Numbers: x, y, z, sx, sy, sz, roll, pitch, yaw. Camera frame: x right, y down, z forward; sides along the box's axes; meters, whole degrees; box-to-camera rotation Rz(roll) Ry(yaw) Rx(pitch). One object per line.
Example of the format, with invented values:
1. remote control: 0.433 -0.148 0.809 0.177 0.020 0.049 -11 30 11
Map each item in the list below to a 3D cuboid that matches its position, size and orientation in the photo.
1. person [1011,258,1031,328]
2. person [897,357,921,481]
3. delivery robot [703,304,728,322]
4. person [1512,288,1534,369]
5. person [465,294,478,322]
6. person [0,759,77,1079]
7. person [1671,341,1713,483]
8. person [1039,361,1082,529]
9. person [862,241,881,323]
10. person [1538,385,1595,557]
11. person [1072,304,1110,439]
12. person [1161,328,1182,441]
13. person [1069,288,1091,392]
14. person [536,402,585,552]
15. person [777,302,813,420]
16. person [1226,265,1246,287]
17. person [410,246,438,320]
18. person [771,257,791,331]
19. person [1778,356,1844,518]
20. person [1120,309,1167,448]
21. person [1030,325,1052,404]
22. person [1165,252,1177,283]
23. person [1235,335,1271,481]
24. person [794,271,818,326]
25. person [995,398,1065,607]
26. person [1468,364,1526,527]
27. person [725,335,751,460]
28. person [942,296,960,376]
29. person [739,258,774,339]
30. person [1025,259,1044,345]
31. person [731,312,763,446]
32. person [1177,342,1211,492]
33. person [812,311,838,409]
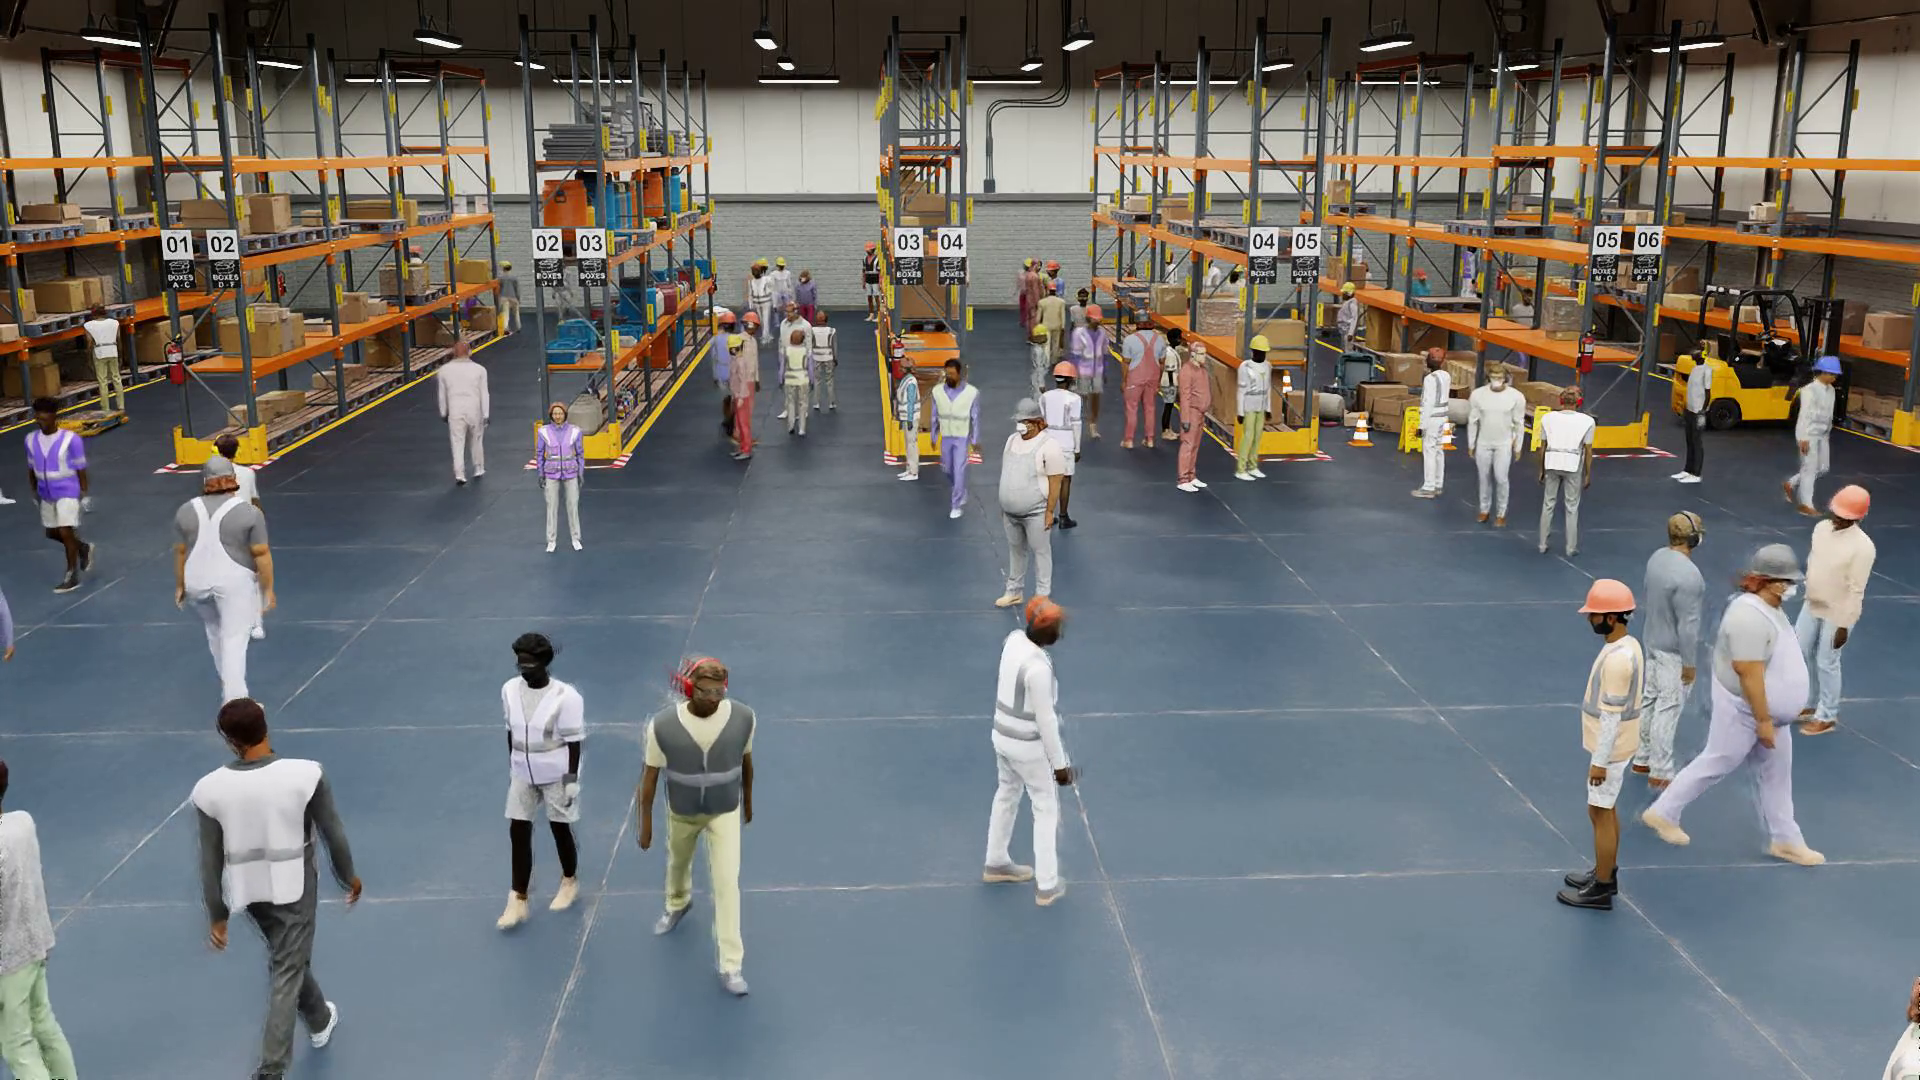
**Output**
1. person: 1.568 -5.949 40.198 0.621 1.706 0.643 7 15 29
2. person: -0.667 -1.596 21.912 0.313 1.632 0.518 -2 13 -9
3. delivery robot: -5.983 -5.554 40.778 0.477 0.478 0.707 6 14 24
4. person: 10.327 -3.694 30.394 0.516 1.832 0.953 0 13 -1
5. person: -11.664 -5.797 39.475 0.372 1.740 0.572 -10 17 -36
6. person: -4.039 1.789 7.087 0.331 1.861 0.522 -2 13 -9
7. person: 9.579 -1.668 21.739 0.407 1.860 0.556 0 13 -1
8. person: 1.171 -1.095 19.185 0.546 1.919 0.421 10 16 35
9. person: -2.217 -6.468 41.711 0.612 2.029 0.409 9 16 34
10. person: 6.473 -0.735 17.828 0.561 1.836 0.394 9 16 34
11. person: 1.949 -2.555 25.125 0.626 2.027 0.611 -5 14 -19
12. person: 3.159 -2.338 24.931 0.319 1.689 0.539 2 13 9
13. person: 2.210 -3.590 29.876 0.501 1.861 0.330 2 13 8
14. person: -4.327 -0.689 18.044 0.513 1.641 0.307 -4 14 -16
15. person: -2.685 -2.885 26.794 0.637 1.902 0.406 9 16 32
16. person: 6.221 -5.302 37.316 0.524 1.769 0.326 1 13 3
17. person: -13.243 -6.236 40.862 0.650 1.948 0.997 2 13 8
18. person: -4.263 -5.863 39.723 0.532 1.758 0.331 -8 16 -31
19. person: 10.121 -1.246 19.798 0.607 1.923 0.584 -9 16 -32
20. person: 2.633 -2.365 24.286 0.684 2.000 0.535 -5 14 -22
21. person: 1.208 -2.345 24.869 0.326 1.735 0.515 -1 13 -5
22. person: 5.006 -5.925 39.697 0.354 1.886 0.573 3 14 11
23. person: 3.896 -1.745 21.929 0.585 1.916 0.400 -12 18 -42
24. person: -3.491 -5.255 37.502 0.530 1.587 0.703 3 14 13
25. person: 0.617 -0.328 15.655 0.682 2.000 0.537 12 18 42
26. person: 6.200 -1.106 19.244 0.631 1.908 0.569 7 15 29
27. person: -3.119 -2.005 23.371 0.325 1.760 0.523 -4 14 -17
28. person: -0.211 -4.108 31.917 0.382 1.923 0.591 5 14 19
29. person: -4.637 -5.445 37.700 0.911 1.879 0.650 -11 17 -39
30. person: 1.666 -5.288 36.975 0.409 1.901 0.640 -3 14 -14
31. person: -3.125 -2.341 24.387 0.422 1.970 0.657 3 14 12
32. person: 3.004 -1.581 21.253 0.403 1.906 0.652 6 15 25
33. person: -2.302 -3.000 27.842 0.517 1.636 0.314 0 13 -1
